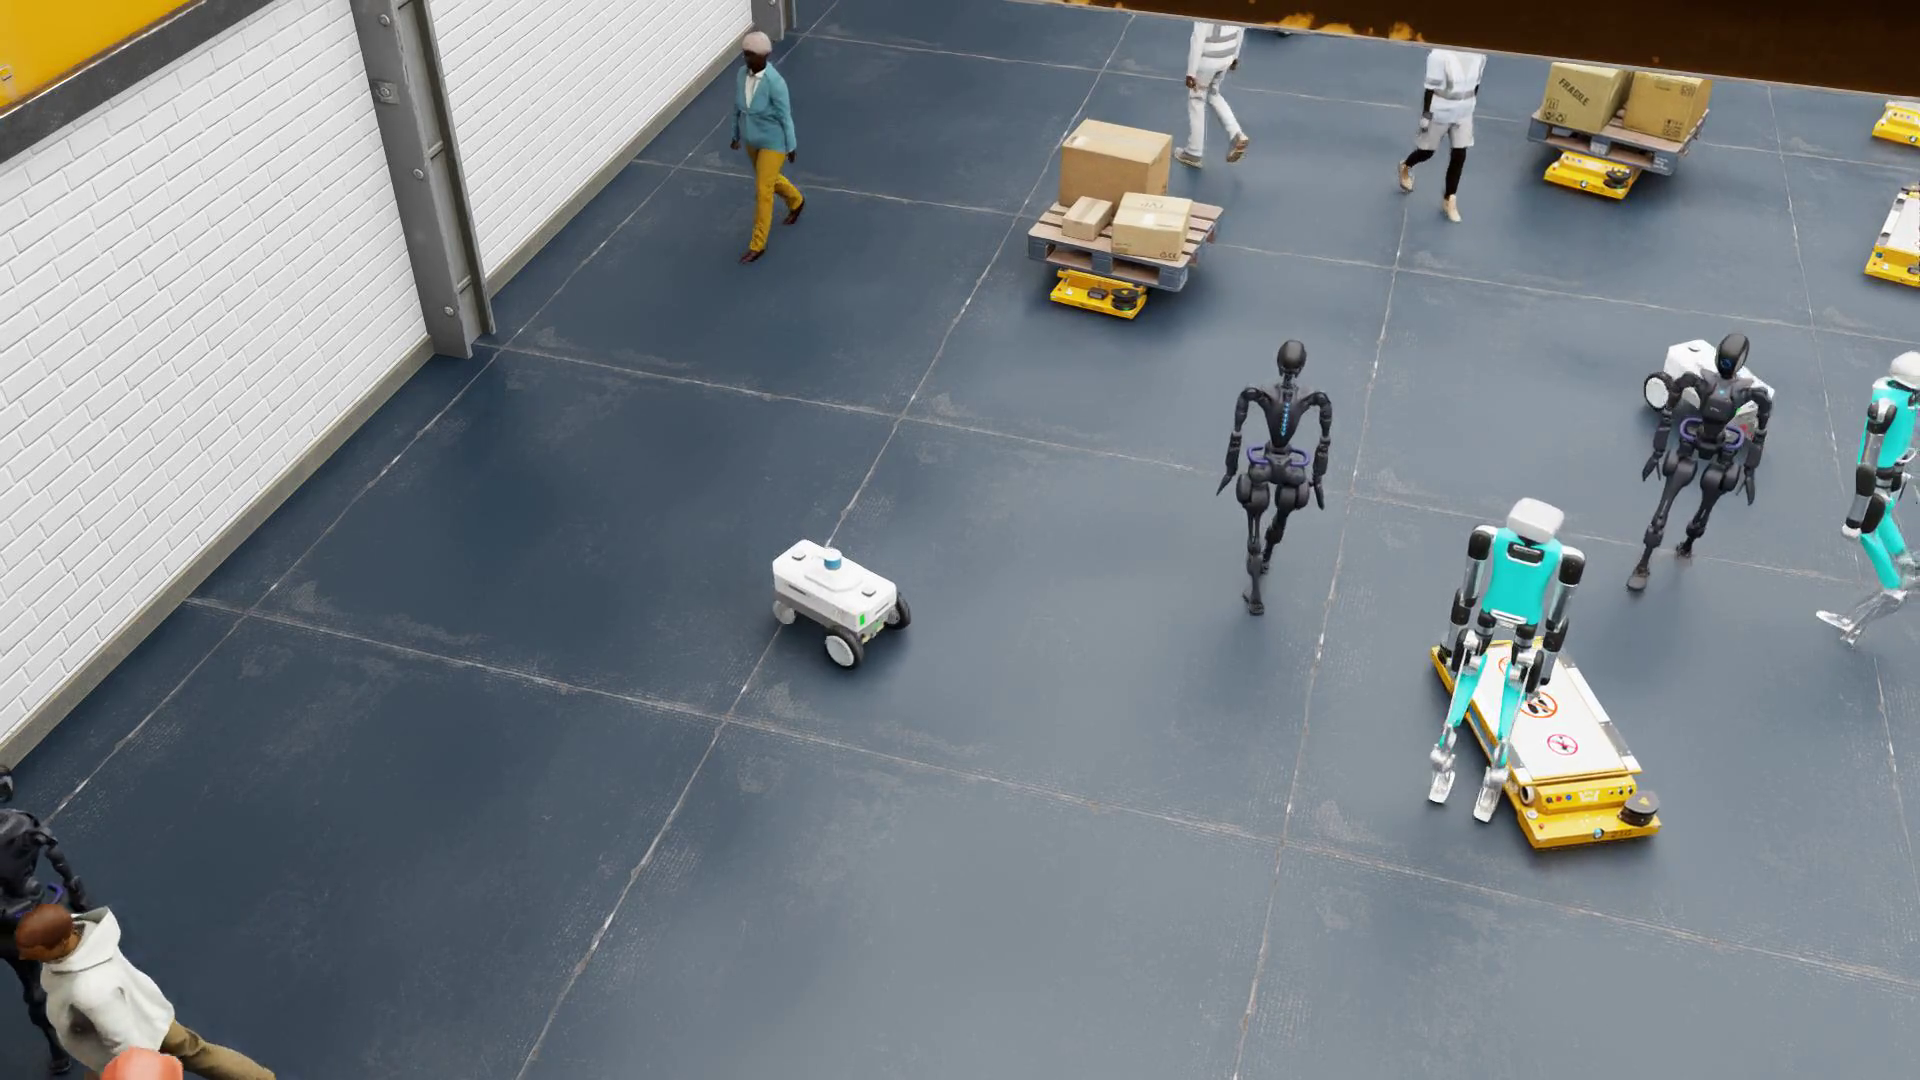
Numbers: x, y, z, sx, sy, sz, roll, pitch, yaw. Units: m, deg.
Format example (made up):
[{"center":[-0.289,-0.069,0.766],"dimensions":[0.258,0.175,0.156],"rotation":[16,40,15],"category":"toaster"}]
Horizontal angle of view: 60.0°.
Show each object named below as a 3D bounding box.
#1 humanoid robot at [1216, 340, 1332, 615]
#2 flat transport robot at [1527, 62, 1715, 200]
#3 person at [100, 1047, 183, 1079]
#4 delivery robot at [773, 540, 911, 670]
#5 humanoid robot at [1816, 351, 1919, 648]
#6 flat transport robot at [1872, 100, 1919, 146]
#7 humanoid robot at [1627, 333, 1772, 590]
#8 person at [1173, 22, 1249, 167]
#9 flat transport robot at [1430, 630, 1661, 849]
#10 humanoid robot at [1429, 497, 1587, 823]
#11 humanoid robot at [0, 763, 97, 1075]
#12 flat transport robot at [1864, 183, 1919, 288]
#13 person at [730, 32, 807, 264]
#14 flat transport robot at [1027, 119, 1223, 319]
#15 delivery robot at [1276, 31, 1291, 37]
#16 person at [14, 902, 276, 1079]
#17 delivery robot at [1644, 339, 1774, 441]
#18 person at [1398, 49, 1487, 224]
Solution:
[{"center":[1.768,-0.378,9.375],"dimensions":[0.610,1.629,0.626],"rotation":[3,39,4],"category":"humanoid robot"},{"center":[5.529,-3.320,14.134],"dimensions":[0.659,0.231,1.431],"rotation":[23,44,26],"category":"flat transport robot"},{"center":[-2.564,2.384,5.710],"dimensions":[0.550,1.933,0.371],"rotation":[-12,40,-15],"category":"person"},{"center":[-0.682,0.330,9.377],"dimensions":[0.788,0.610,0.499],"rotation":[25,45,28],"category":"delivery robot"},{"center":[5.098,-0.128,9.010],"dimensions":[0.730,1.806,0.542],"rotation":[30,48,32],"category":"humanoid robot"},{"center":[8.640,-3.841,14.782],"dimensions":[0.659,0.231,1.431],"rotation":[24,45,27],"category":"flat transport robot"},{"center":[4.231,-0.426,9.444],"dimensions":[0.613,1.641,0.692],"rotation":[19,42,22],"category":"humanoid robot"},{"center":[2.099,-3.910,13.587],"dimensions":[0.601,1.865,0.598],"rotation":[-30,48,-32],"category":"person"},{"center":[3.057,0.998,8.763],"dimensions":[0.659,0.231,1.431],"rotation":[-5,39,-7],"category":"flat transport robot"},{"center":[2.538,0.669,7.960],"dimensions":[0.531,1.732,0.736],"rotation":[17,42,20],"category":"humanoid robot"},{"center":[-3.876,1.555,6.951],"dimensions":[0.595,1.641,0.523],"rotation":[6,39,7],"category":"humanoid robot"},{"center":[7.526,-2.341,12.917],"dimensions":[0.659,0.231,1.431],"rotation":[22,44,25],"category":"flat transport robot"},{"center":[-1.464,-3.044,12.634],"dimensions":[0.537,1.712,0.867],"rotation":[27,46,29],"category":"person"},{"center":[1.258,-2.150,12.679],"dimensions":[0.659,0.231,1.431],"rotation":[16,42,19],"category":"flat transport robot"},{"center":[3.228,-5.341,16.410],"dimensions":[0.773,0.582,0.499],"rotation":[-28,47,-30],"category":"delivery robot"},{"center":[-3.195,1.908,6.478],"dimensions":[0.916,1.722,0.535],"rotation":[-15,41,-18],"category":"person"},{"center":[4.999,-1.018,11.024],"dimensions":[0.499,0.571,0.756],"rotation":[-14,41,-17],"category":"delivery robot"},{"center":[3.819,-3.394,13.101],"dimensions":[0.533,1.677,0.714],"rotation":[-10,40,-12],"category":"person"}]
